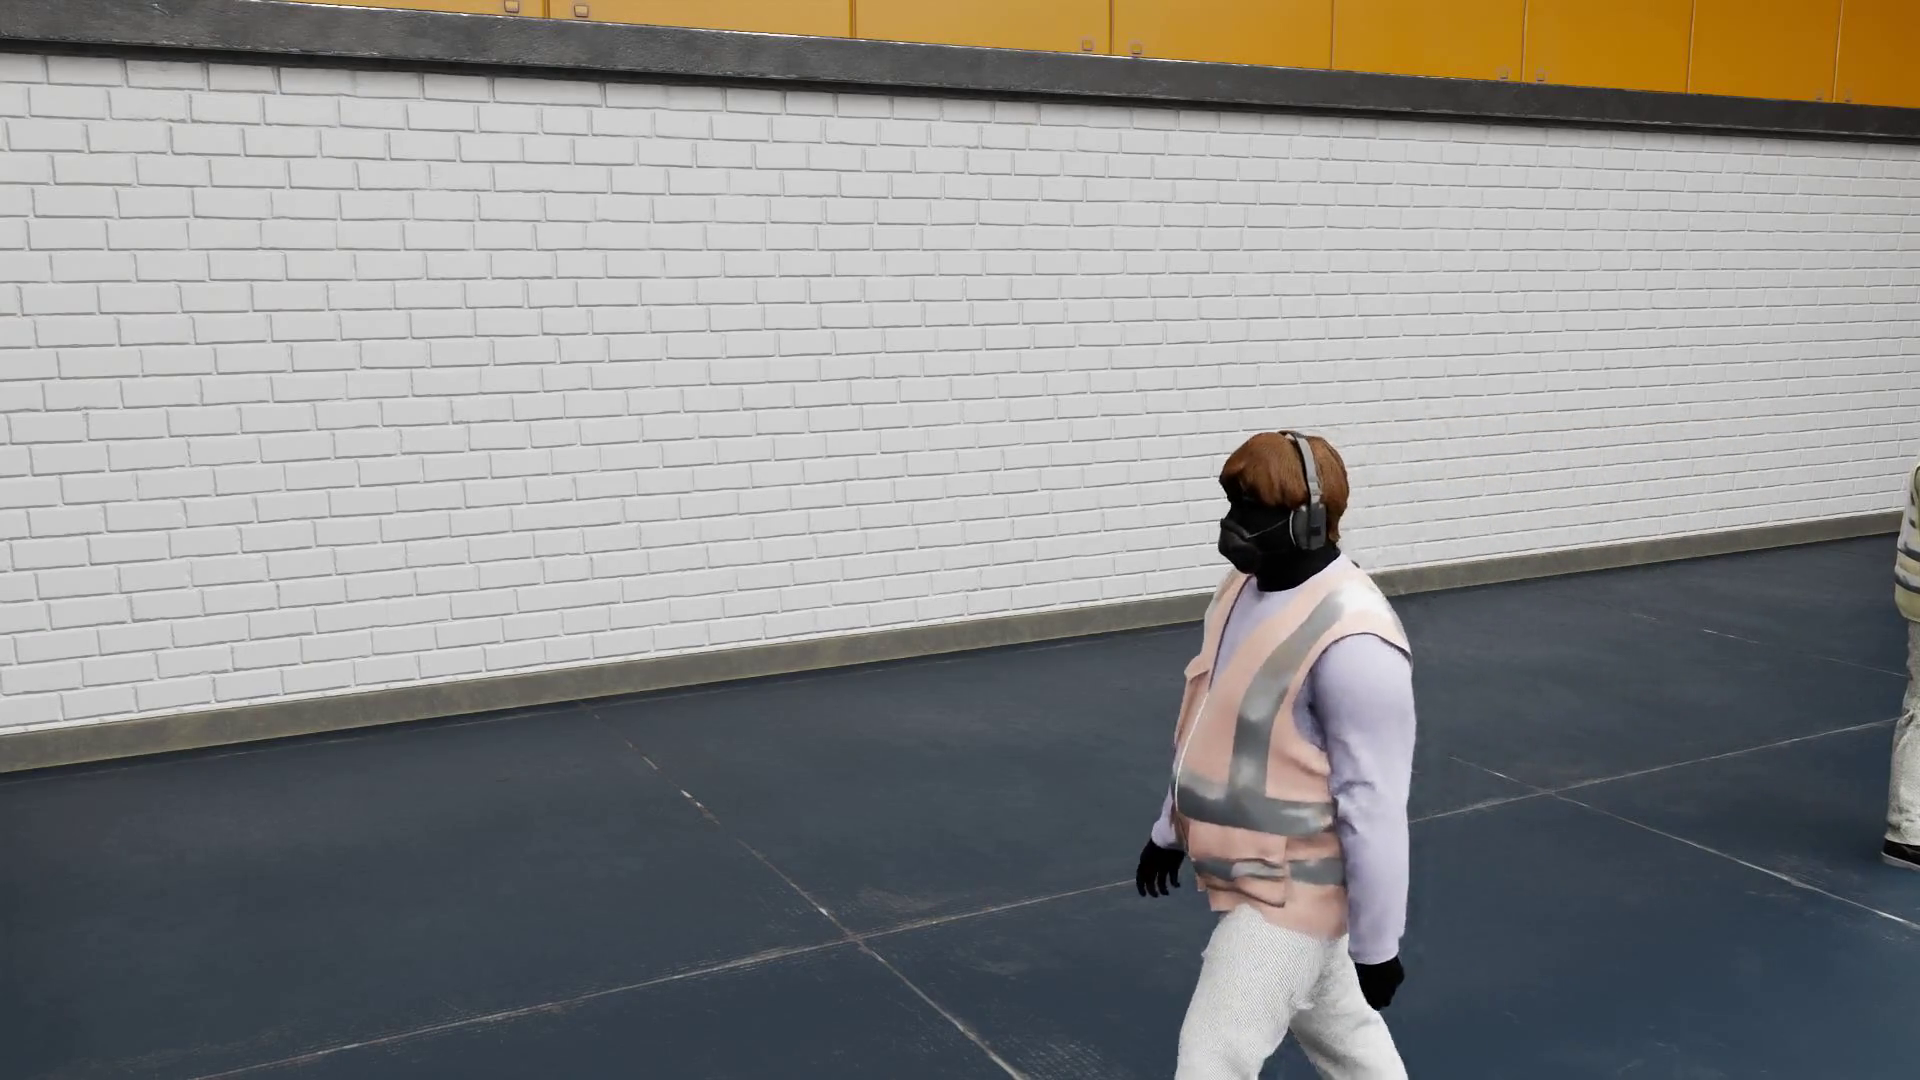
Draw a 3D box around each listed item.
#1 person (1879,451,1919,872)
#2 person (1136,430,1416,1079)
[{"bbox_3d":[3.443,0.238,5.715,0.403,1.825,0.596,10,14,44],"label":"person"},{"bbox_3d":[0.629,0.671,3.328,0.976,1.796,0.627,-1,10,-6],"label":"person"}]
